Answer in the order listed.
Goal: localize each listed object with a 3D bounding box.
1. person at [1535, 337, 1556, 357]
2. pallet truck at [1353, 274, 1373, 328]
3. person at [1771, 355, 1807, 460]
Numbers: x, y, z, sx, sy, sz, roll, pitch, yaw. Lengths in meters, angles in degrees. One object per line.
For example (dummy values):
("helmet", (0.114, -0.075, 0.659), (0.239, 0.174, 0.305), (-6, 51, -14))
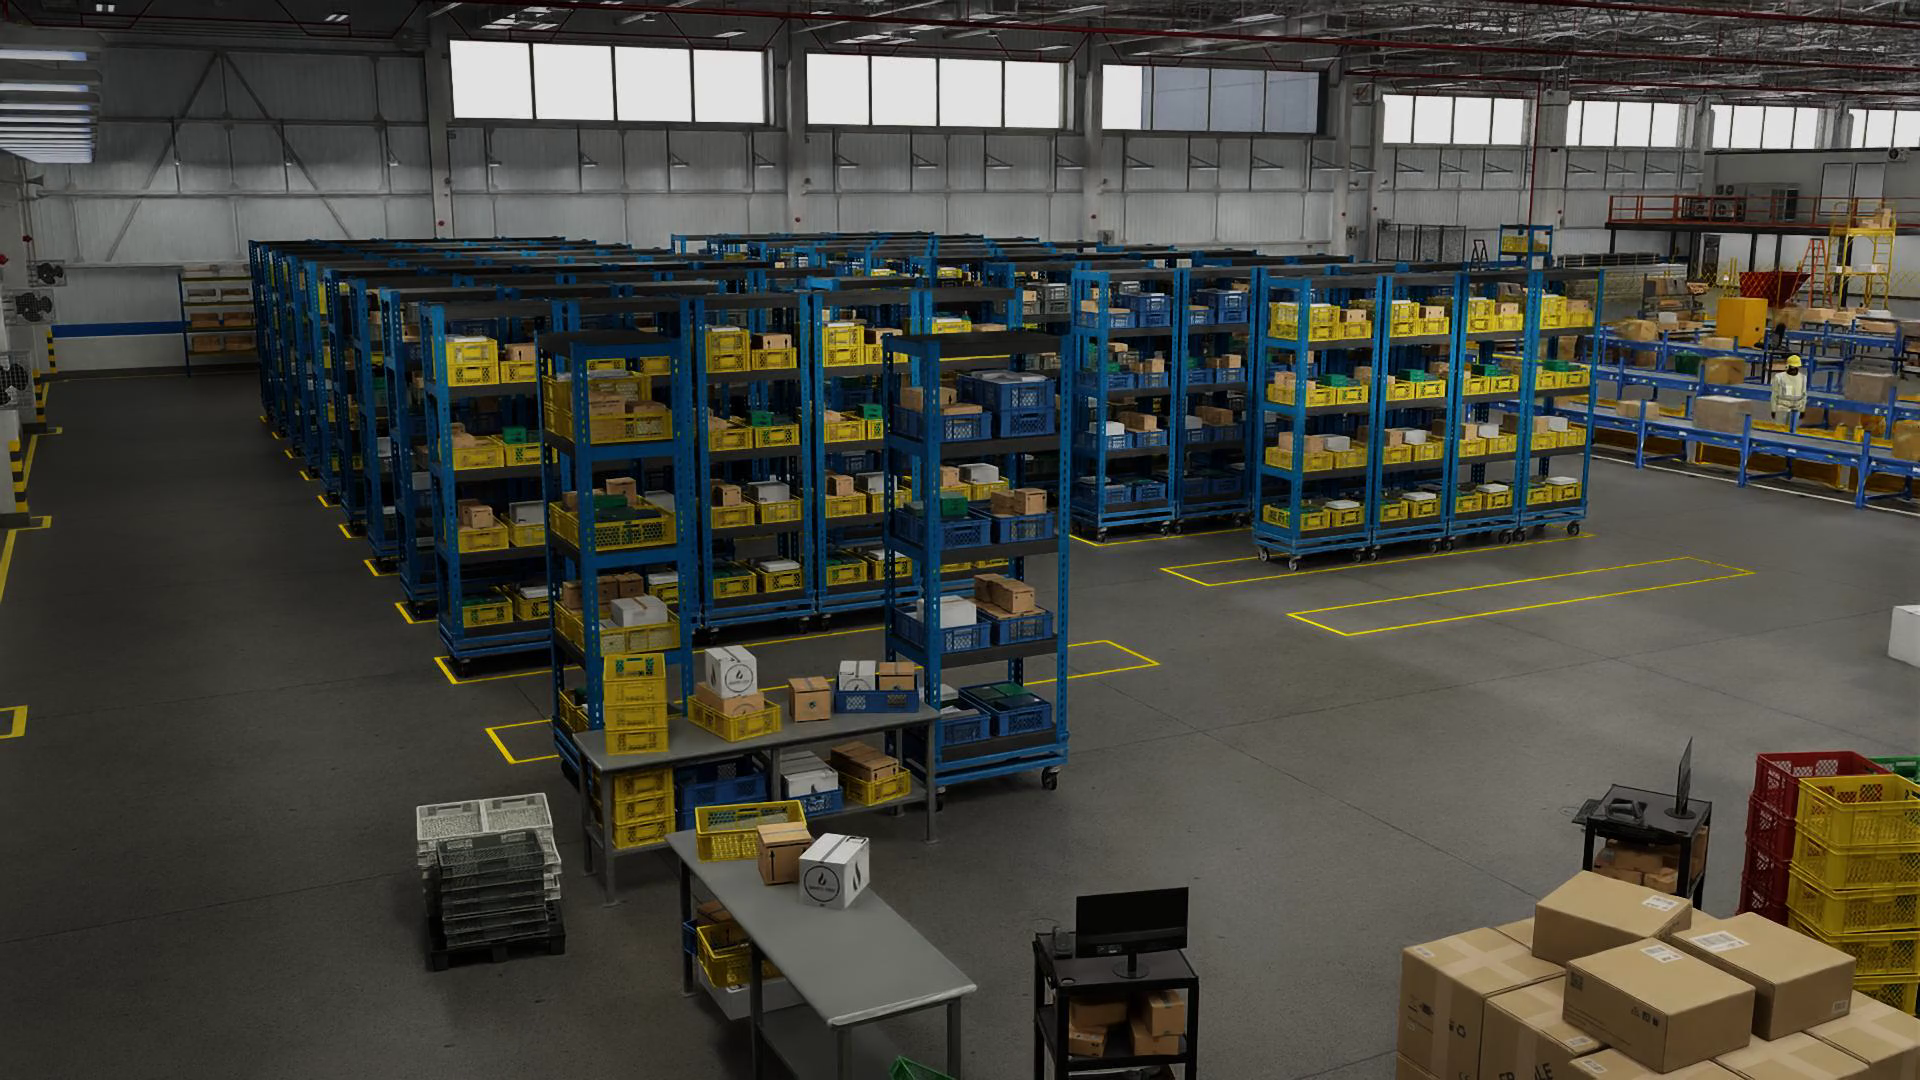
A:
("person", (14.232, -4.702, 40.441), (0.497, 1.633, 0.279), (2, 12, 11))
("pallet truck", (13.011, -8.050, 55.243), (0.823, 1.965, 1.885), (-7, 14, -28))
("person", (14.255, -2.271, 28.620), (0.593, 1.826, 0.403), (0, 12, 0))
